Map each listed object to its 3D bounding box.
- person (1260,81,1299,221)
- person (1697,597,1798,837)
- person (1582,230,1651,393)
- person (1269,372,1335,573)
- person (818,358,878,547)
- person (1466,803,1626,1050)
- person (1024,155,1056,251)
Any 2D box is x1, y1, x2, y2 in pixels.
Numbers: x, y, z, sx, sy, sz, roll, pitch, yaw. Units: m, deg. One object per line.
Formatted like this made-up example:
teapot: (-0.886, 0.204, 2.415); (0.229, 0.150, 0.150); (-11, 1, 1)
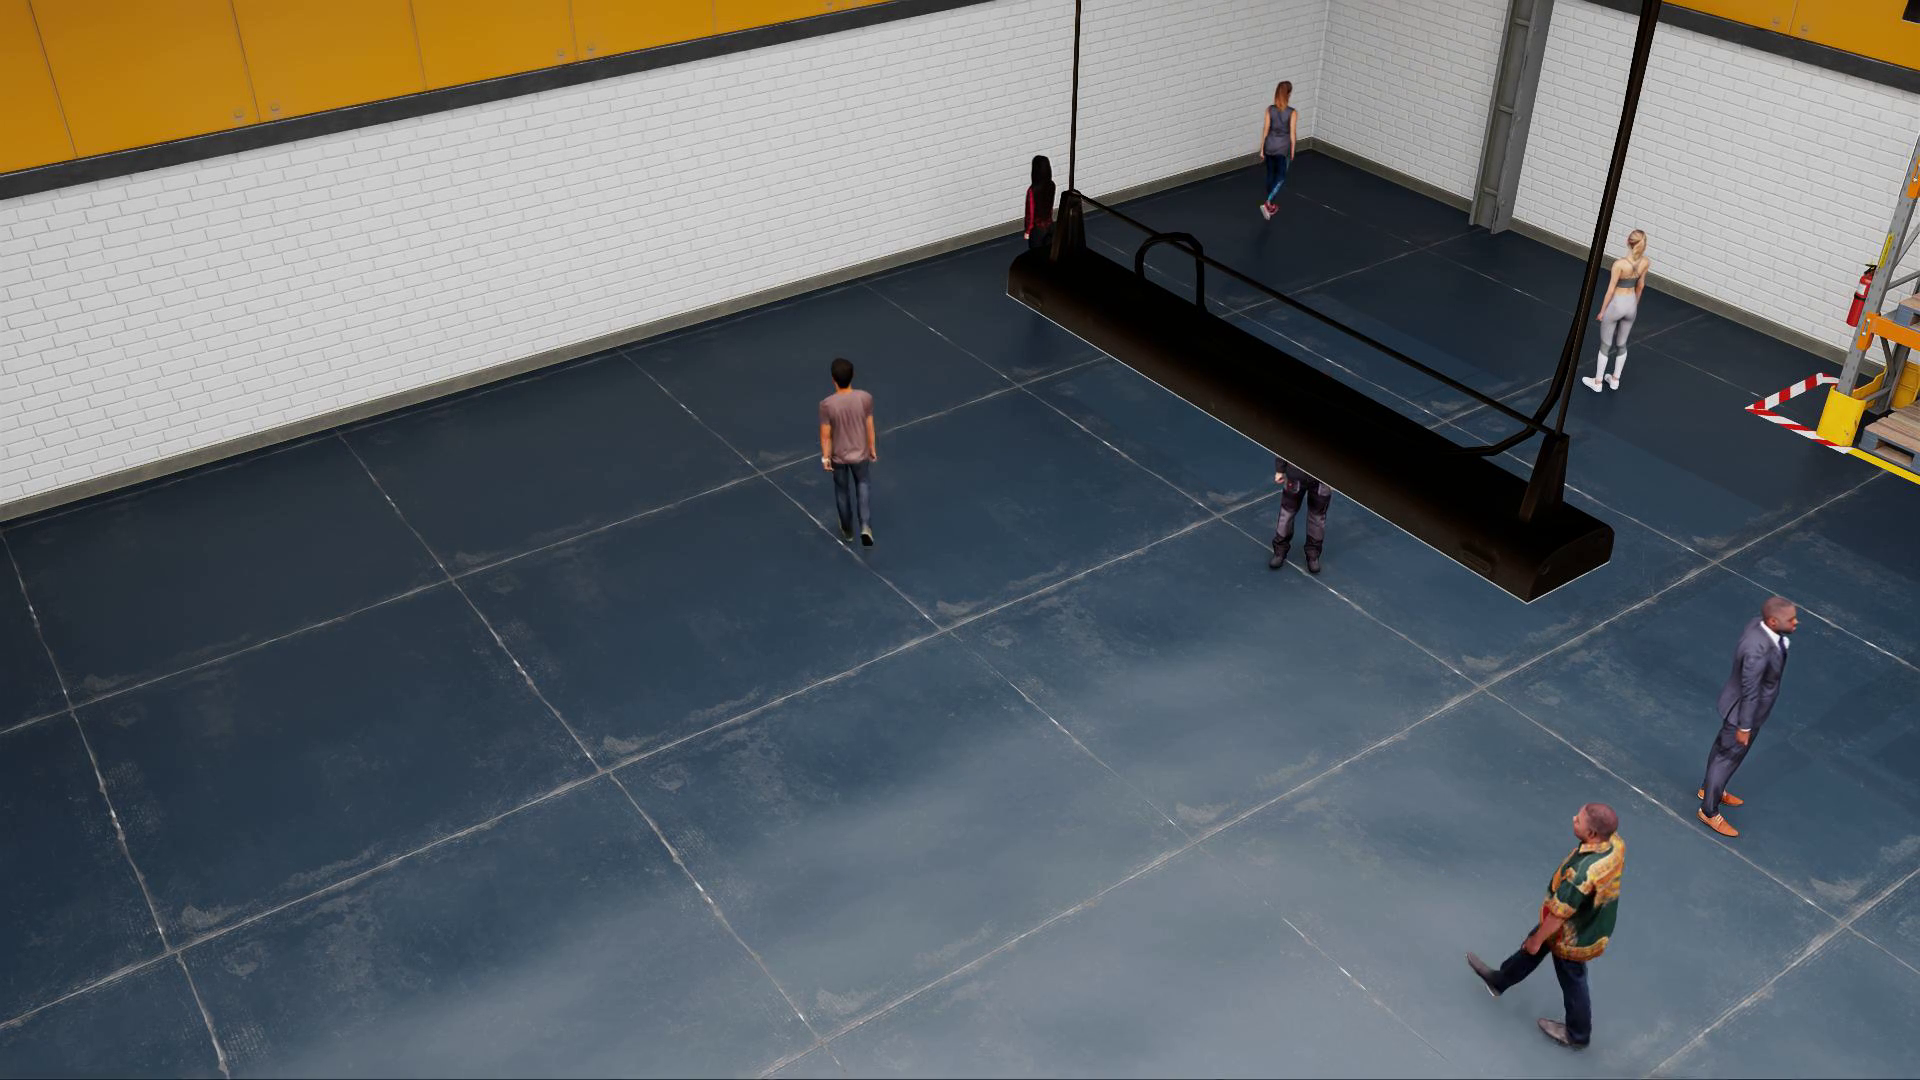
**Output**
person: (3.805, -4.638, 20.032); (0.991, 1.704, 0.895); (16, 37, 23)
person: (5.298, 1.139, 11.231); (0.776, 1.824, 0.783); (16, 37, 23)
person: (6.542, -2.275, 16.477); (0.648, 1.703, 0.659); (-7, 34, -10)
person: (2.904, -0.567, 13.785); (0.777, 1.838, 0.844); (6, 34, 9)
person: (-0.914, -0.690, 14.031); (0.820, 1.770, 0.965); (-8, 34, -12)
person: (3.613, 2.269, 9.575); (1.168, 1.776, 0.920); (22, 40, 30)
person: (0.893, -3.406, 18.221); (0.586, 1.656, 0.633); (26, 42, 34)
